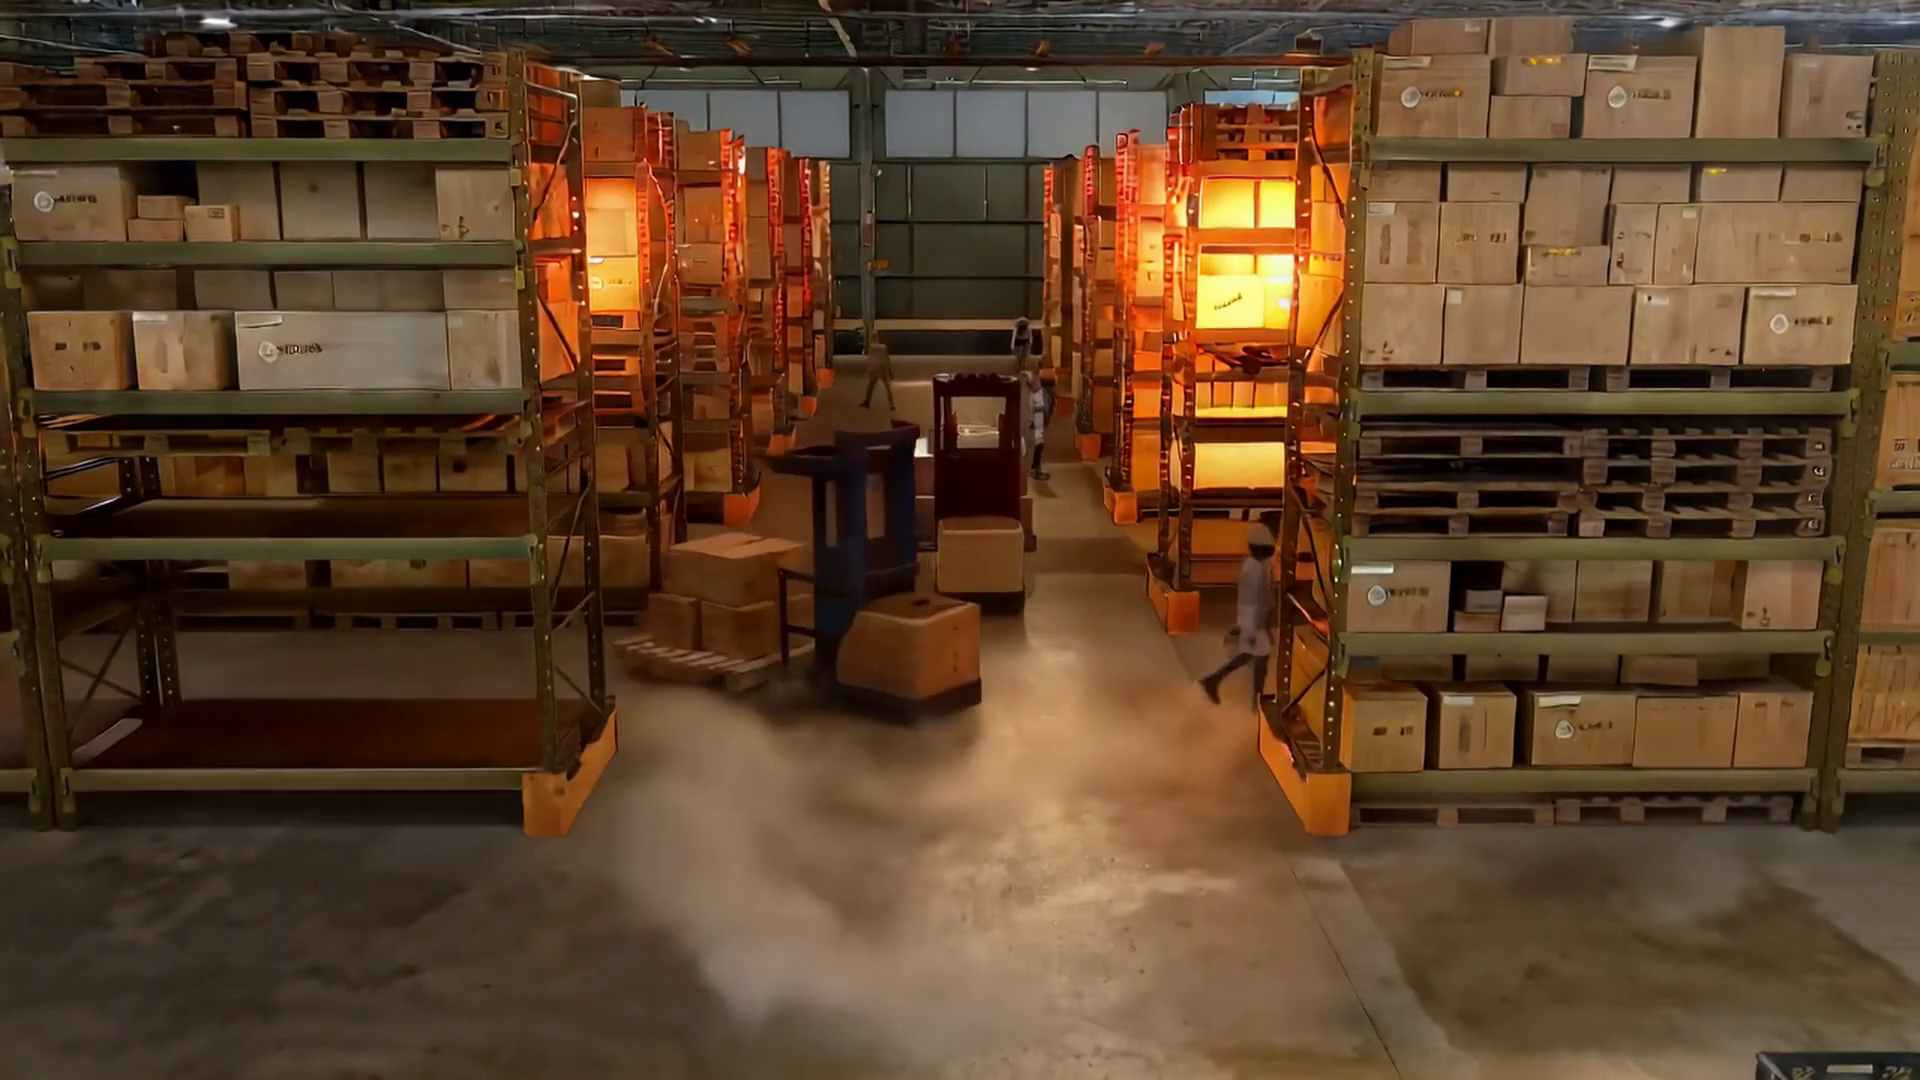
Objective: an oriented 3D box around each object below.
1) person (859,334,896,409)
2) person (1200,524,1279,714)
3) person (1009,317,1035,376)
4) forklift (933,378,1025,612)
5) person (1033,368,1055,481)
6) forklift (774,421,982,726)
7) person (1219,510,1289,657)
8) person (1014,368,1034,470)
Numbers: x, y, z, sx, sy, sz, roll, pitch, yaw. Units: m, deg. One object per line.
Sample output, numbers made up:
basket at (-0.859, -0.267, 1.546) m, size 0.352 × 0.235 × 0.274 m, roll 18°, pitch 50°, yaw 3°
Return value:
person at (-1.982, -4.133, 40.825) m, size 0.708 × 1.830 × 1.066 m, roll -9°, pitch 15°, yaw -39°
person at (2.794, 0.780, 16.265) m, size 0.742 × 1.915 × 0.543 m, roll 1°, pitch 11°, yaw 5°
person at (1.761, -5.479, 47.538) m, size 0.705 × 1.791 × 0.846 m, roll 2°, pitch 12°, yaw 11°
forklift at (0.230, -0.626, 20.801) m, size 1.129 × 2.768 × 1.873 m, roll 0°, pitch 11°, yaw -2°
person at (1.521, -2.108, 30.239) m, size 0.395 × 2.038 × 0.614 m, roll 1°, pitch 11°, yaw 7°
forklift at (-0.799, 0.250, 16.459) m, size 1.873 × 2.768 × 1.129 m, roll 9°, pitch 14°, yaw 37°
person at (3.275, 0.486, 18.301) m, size 0.751 × 1.673 × 0.530 m, roll 1°, pitch 11°, yaw 5°
person at (1.232, -2.290, 31.466) m, size 0.408 × 1.911 × 0.649 m, roll -1°, pitch 11°, yaw -4°
